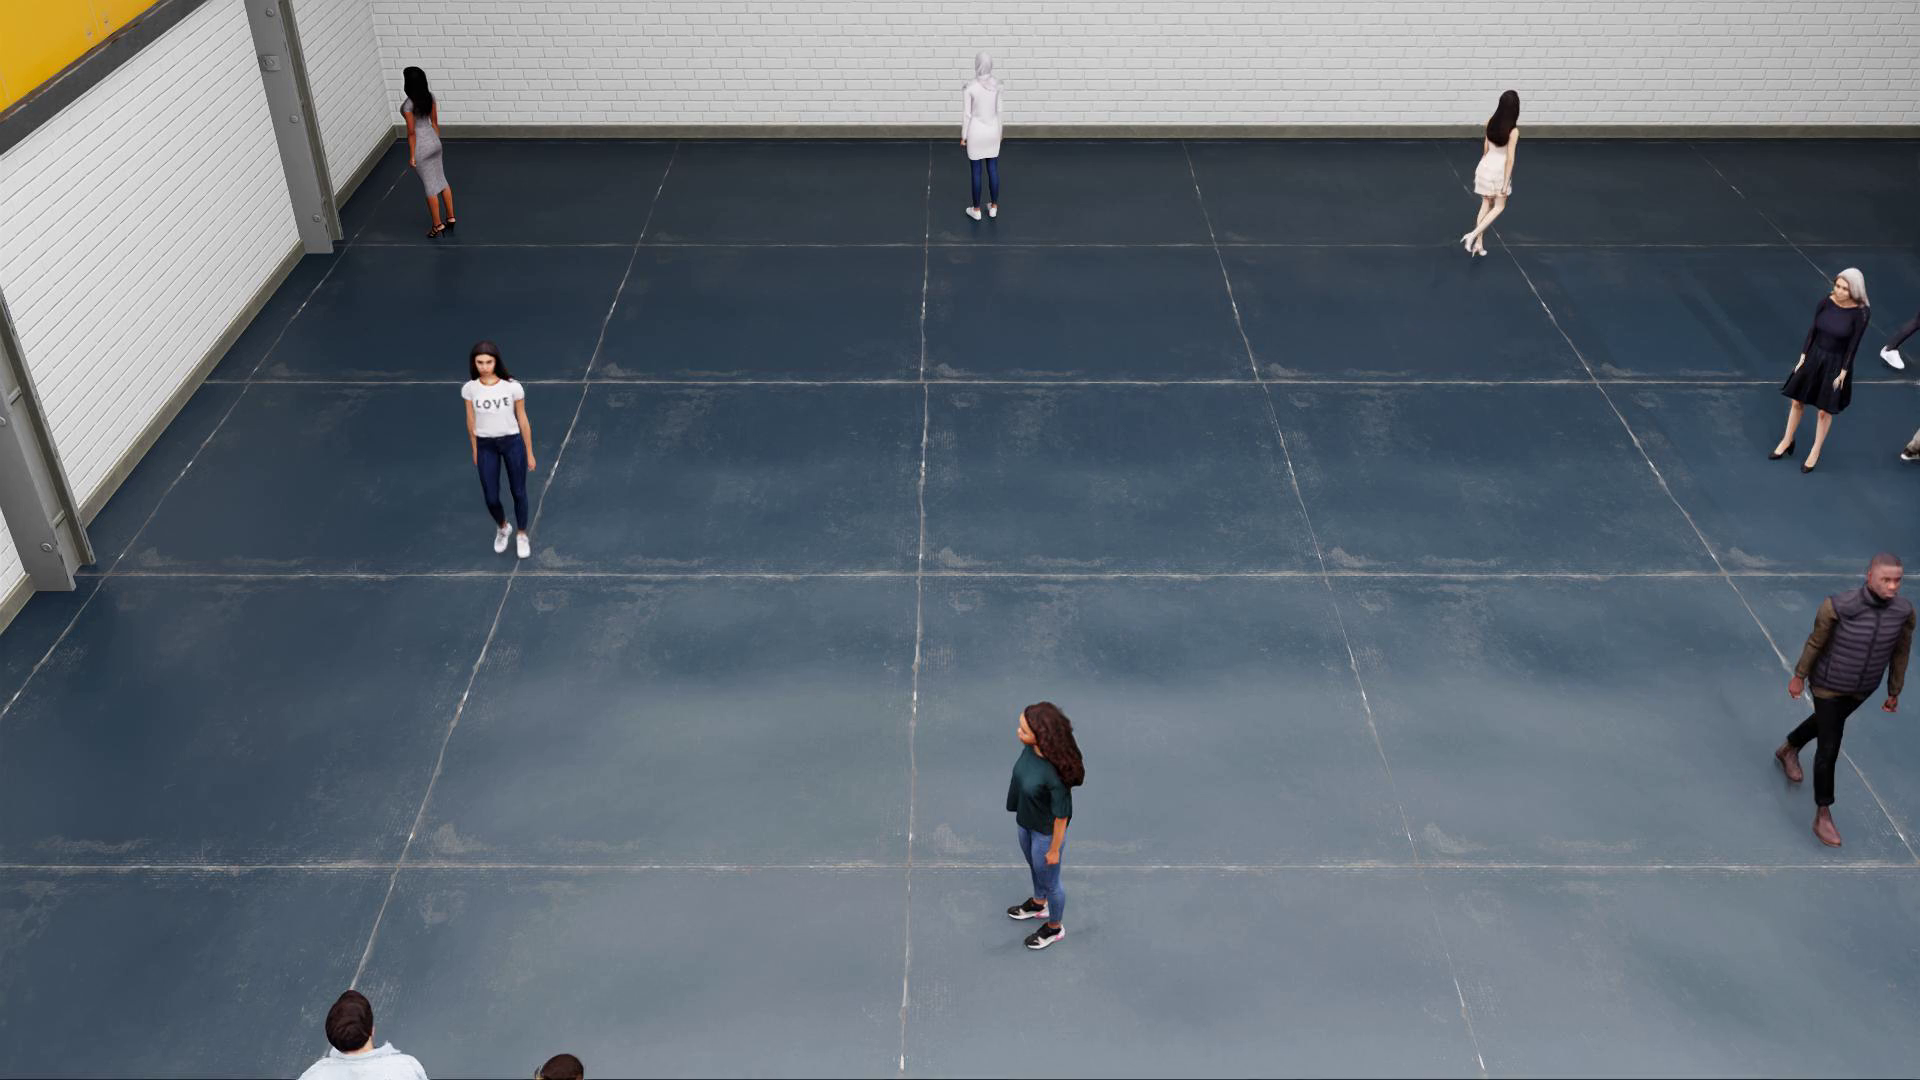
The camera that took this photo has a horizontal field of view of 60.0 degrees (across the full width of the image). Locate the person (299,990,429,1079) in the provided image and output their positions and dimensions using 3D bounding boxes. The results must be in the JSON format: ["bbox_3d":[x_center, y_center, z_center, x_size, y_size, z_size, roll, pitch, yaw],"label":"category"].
[{"bbox_3d":[-2.429,2.684,7.027,0.742,1.761,1.172,-2,34,-3],"label":"person"}]

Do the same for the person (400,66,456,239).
[{"bbox_3d":[-5.448,-3.969,17.018,0.720,1.781,0.604,16,37,23],"label":"person"}]

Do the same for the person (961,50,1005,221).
[{"bbox_3d":[0.245,-4.241,17.432,0.669,1.775,0.631,-10,35,-15],"label":"person"}]

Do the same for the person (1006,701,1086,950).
[{"bbox_3d":[0.448,1.518,8.913,0.739,1.614,0.633,-11,35,-16],"label":"person"}]

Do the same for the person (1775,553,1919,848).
[{"bbox_3d":[5.183,0.814,9.814,0.702,1.789,1.121,0,34,0],"label":"person"}]

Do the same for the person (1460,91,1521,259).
[{"bbox_3d":[5.223,-3.582,16.485,0.833,1.727,0.797,-20,38,-27],"label":"person"}]

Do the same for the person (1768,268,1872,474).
[{"bbox_3d":[6.811,-1.342,13.107,0.791,1.735,0.702,-24,40,-31],"label":"person"}]

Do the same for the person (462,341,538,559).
[{"bbox_3d":[-3.327,-0.693,12.105,0.650,1.763,0.636,-6,34,-10],"label":"person"}]

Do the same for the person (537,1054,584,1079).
[{"bbox_3d":[-1.662,2.757,7.187,0.671,1.462,0.598,-25,41,-32],"label":"person"}]
